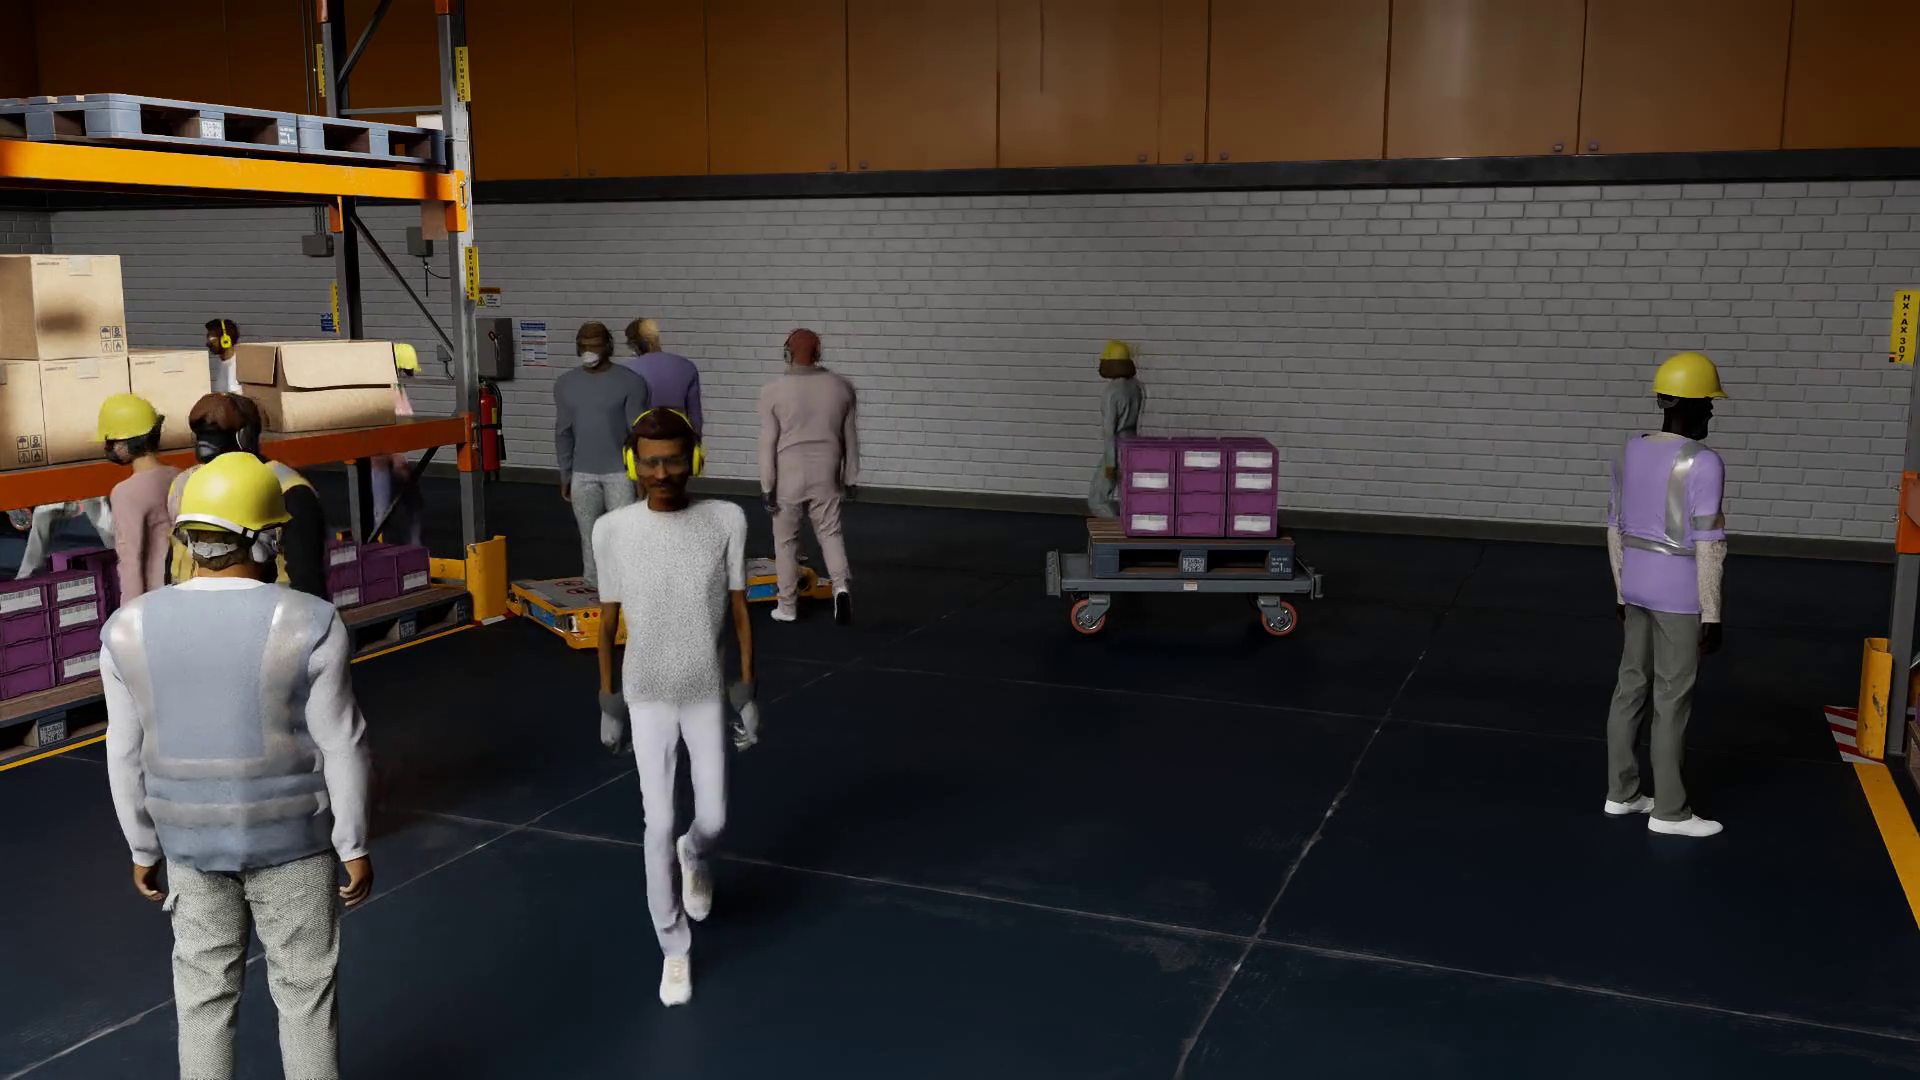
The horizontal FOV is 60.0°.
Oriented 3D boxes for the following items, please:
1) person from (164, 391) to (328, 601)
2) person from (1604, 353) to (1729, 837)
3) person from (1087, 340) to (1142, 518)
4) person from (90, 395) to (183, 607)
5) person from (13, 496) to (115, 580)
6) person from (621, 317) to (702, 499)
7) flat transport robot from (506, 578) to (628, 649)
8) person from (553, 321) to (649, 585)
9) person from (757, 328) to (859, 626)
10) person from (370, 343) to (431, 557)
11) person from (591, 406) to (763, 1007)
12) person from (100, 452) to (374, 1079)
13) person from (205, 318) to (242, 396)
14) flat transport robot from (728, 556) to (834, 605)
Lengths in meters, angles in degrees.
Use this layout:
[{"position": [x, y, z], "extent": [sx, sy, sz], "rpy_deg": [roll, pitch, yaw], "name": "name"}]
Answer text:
[{"position": [-2.595, 0.367, 6.072], "extent": [0.630, 1.828, 0.516], "rpy_deg": [4, 10, 23], "name": "person"}, {"position": [2.838, 0.218, 6.666], "extent": [0.368, 1.928, 0.585], "rpy_deg": [-3, 10, -18], "name": "person"}, {"position": [1.161, -0.602, 12.244], "extent": [0.365, 1.734, 0.497], "rpy_deg": [8, 12, 39], "name": "person"}, {"position": [-3.301, 0.268, 6.927], "extent": [0.404, 1.744, 0.624], "rpy_deg": [0, 9, 2], "name": "person"}, {"position": [-6.044, -0.500, 11.185], "extent": [0.590, 1.868, 1.028], "rpy_deg": [5, 10, 26], "name": "person"}, {"position": [-2.151, -0.629, 11.865], "extent": [0.671, 1.903, 0.448], "rpy_deg": [-5, 11, -30], "name": "person"}, {"position": [-2.318, 0.424, 10.424], "extent": [0.652, 0.197, 1.431], "rpy_deg": [-6, 11, -31], "name": "flat transport robot"}, {"position": [-2.252, -0.409, 10.490], "extent": [0.625, 1.929, 0.397], "rpy_deg": [2, 10, 10], "name": "person"}, {"position": [-0.931, -0.378, 10.403], "extent": [0.672, 1.885, 0.675], "rpy_deg": [-4, 10, -22], "name": "person"}, {"position": [-3.924, -0.514, 11.719], "extent": [0.670, 1.730, 0.549], "rpy_deg": [0, 9, 1], "name": "person"}, {"position": [-0.892, 0.485, 5.289], "extent": [0.517, 1.845, 0.633], "rpy_deg": [-2, 10, -12], "name": "person"}, {"position": [-1.709, 0.702, 4.017], "extent": [0.600, 1.830, 0.403], "rpy_deg": [0, 9, 0], "name": "person"}, {"position": [-5.696, -0.786, 12.937], "extent": [0.392, 1.862, 0.541], "rpy_deg": [-5, 11, -27], "name": "person"}, {"position": [-1.573, 0.299, 11.182], "extent": [1.431, 0.197, 0.652], "rpy_deg": [-6, 11, -30], "name": "flat transport robot"}]
